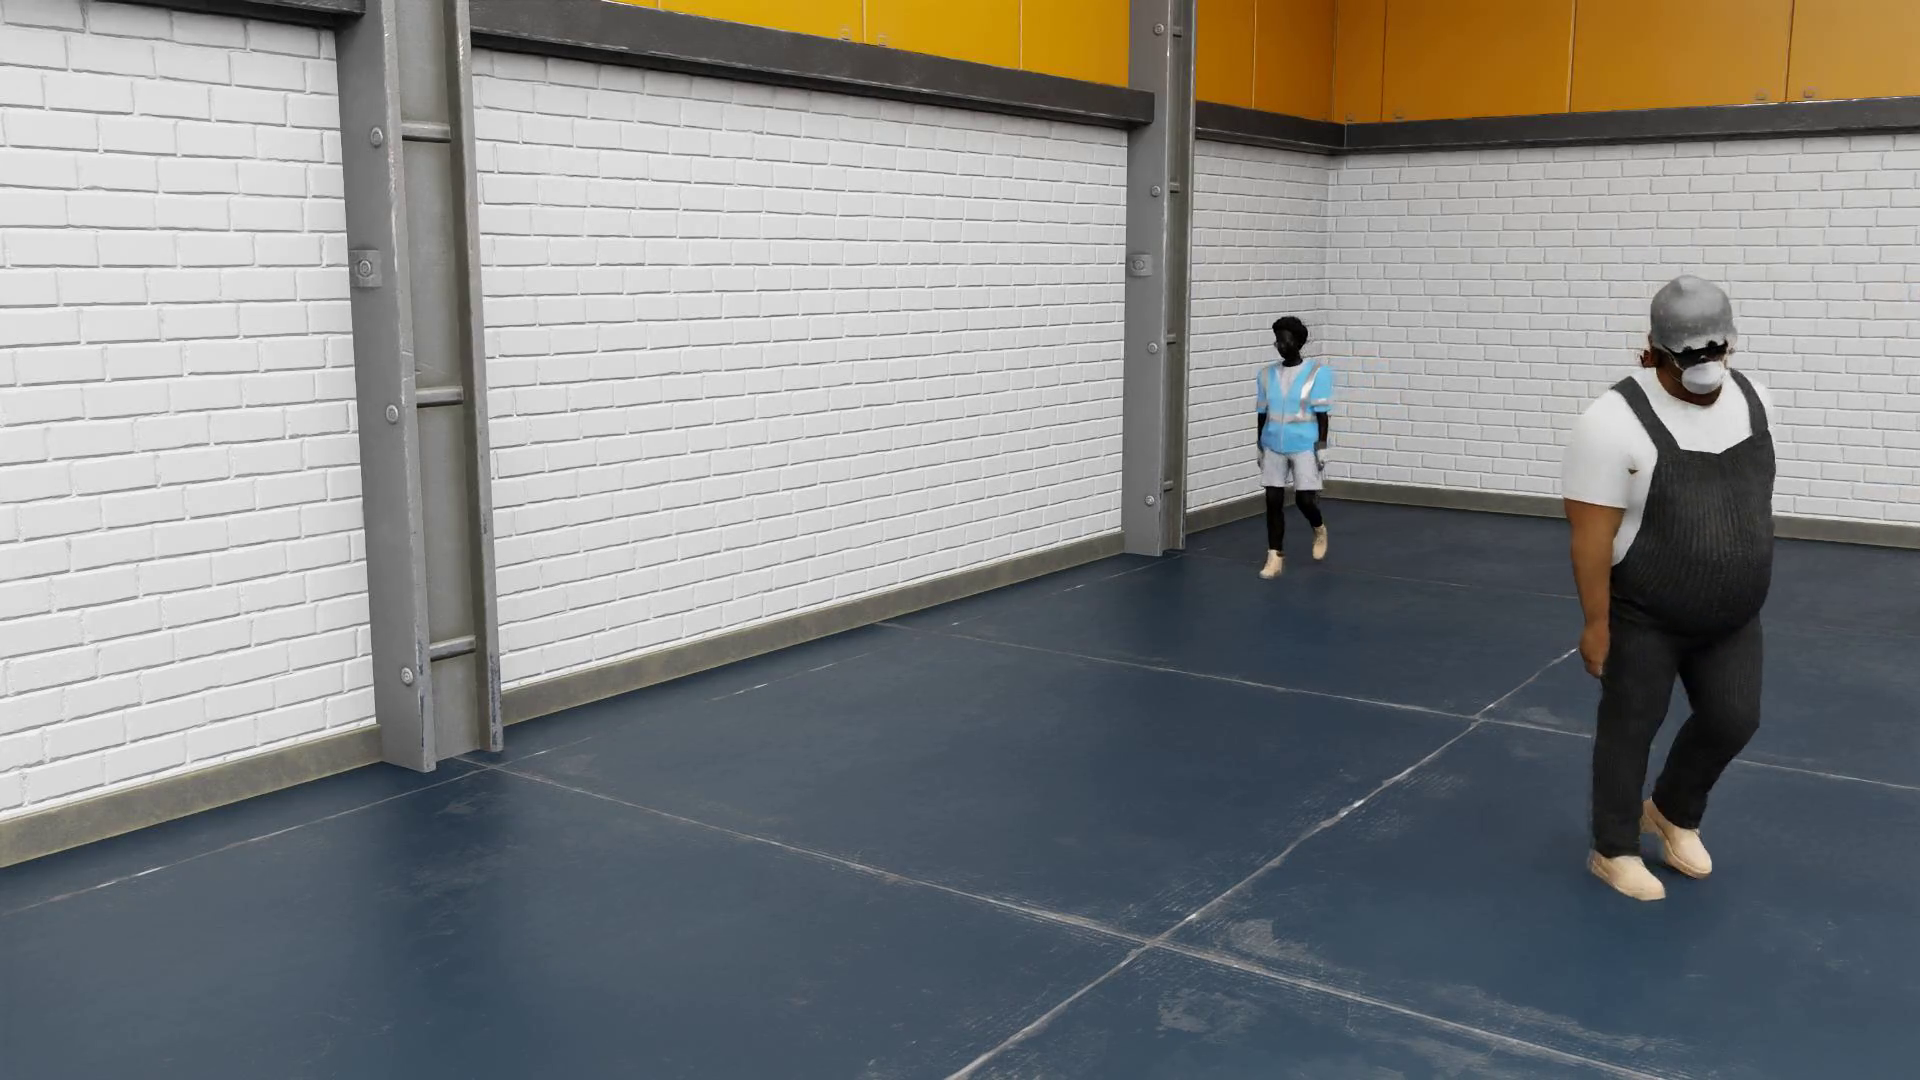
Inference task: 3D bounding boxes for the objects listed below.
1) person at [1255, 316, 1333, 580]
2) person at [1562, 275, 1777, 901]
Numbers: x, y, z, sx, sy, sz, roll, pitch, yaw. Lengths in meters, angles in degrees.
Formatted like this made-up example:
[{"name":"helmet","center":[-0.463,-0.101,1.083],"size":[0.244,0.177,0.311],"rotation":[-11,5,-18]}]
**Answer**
[{"name":"person","center":[2.148,-0.597,10.657],"size":[0.545,1.679,0.553],"rotation":[7,12,35]},{"name":"person","center":[2.201,0.154,5.120],"size":[0.724,2.000,0.629],"rotation":[-2,10,-12]}]
